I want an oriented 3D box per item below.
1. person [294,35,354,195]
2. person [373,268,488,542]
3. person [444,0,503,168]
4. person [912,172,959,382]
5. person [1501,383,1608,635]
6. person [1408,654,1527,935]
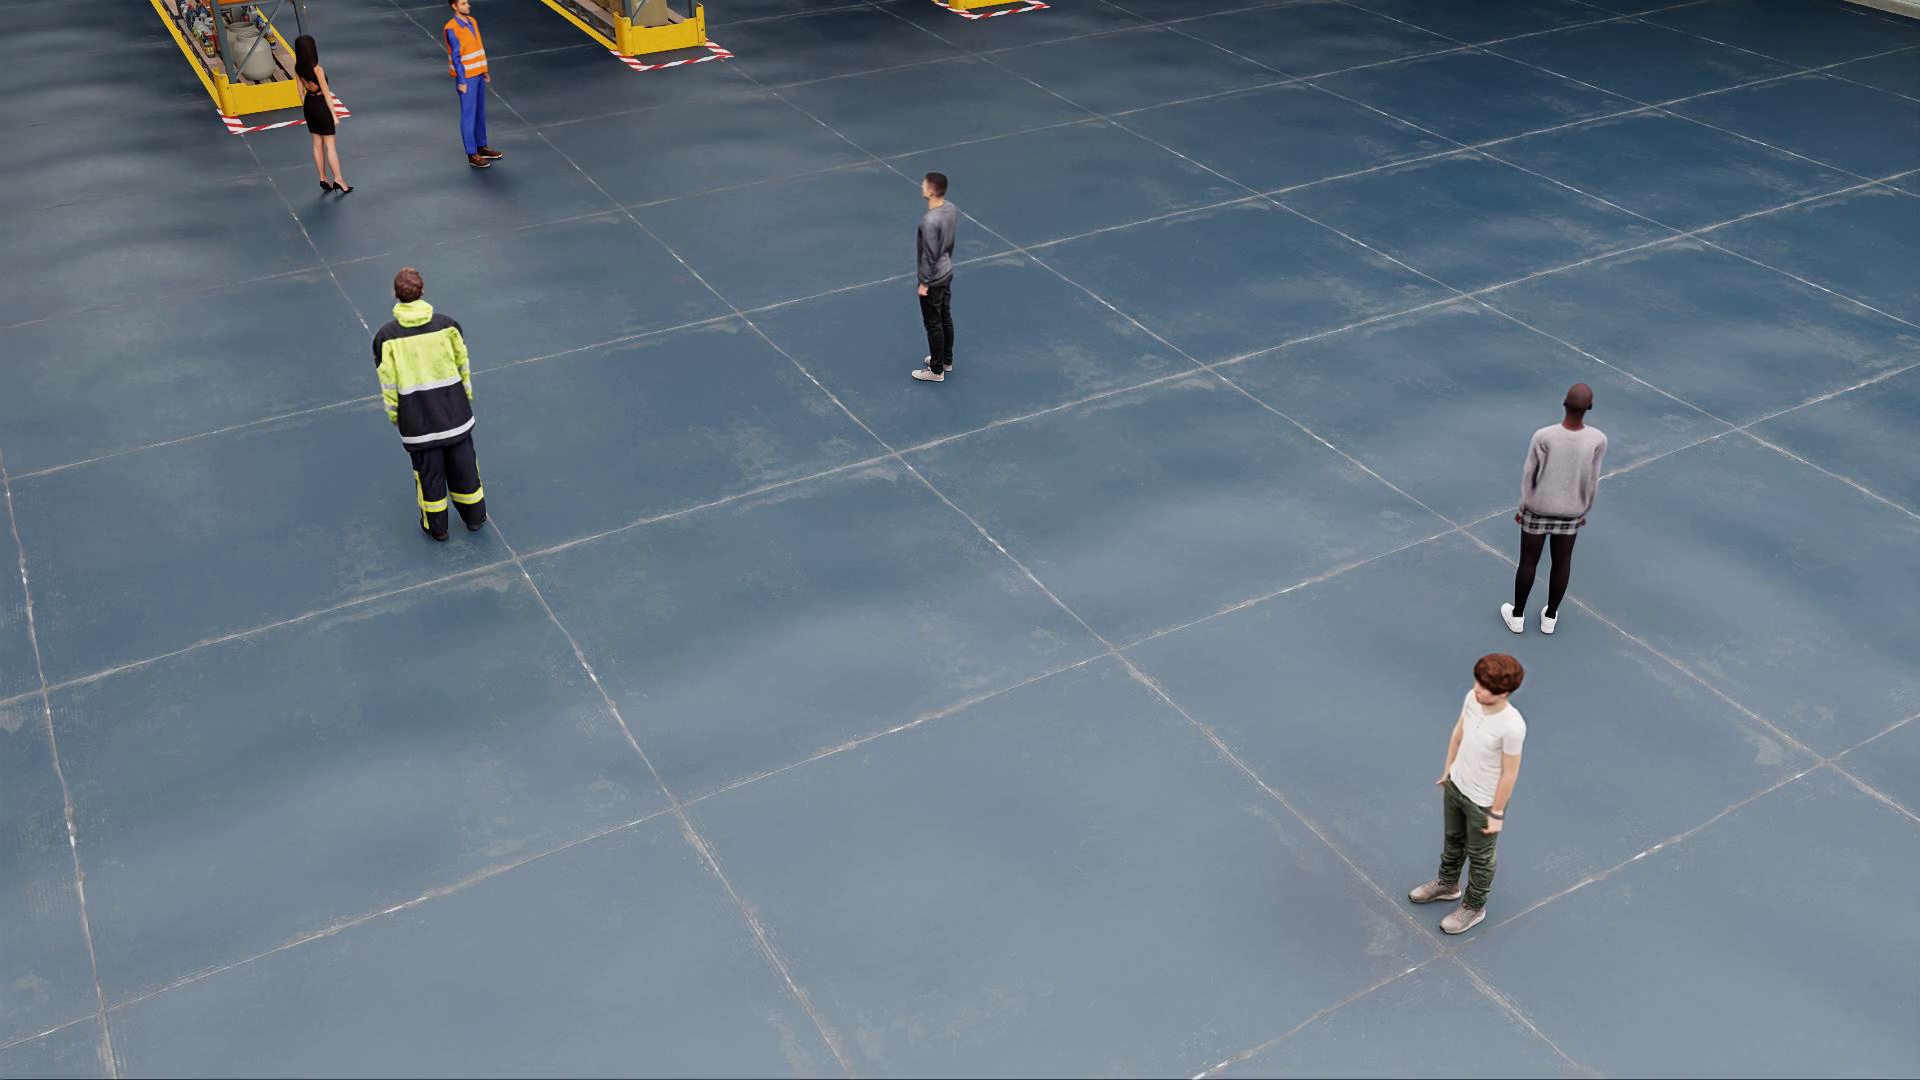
[{"bbox_3d":[-6.656,-4.410,17.259,0.595,1.650,0.688,13,35,20],"label":"person"},{"bbox_3d":[-3.642,-0.931,11.434,0.762,1.983,0.617,-18,36,-26],"label":"person"},{"bbox_3d":[-5.311,-5.014,18.017,0.842,1.864,0.781,8,33,12],"label":"person"},{"bbox_3d":[-0.194,-2.153,13.578,0.729,1.761,0.702,14,35,21],"label":"person"},{"bbox_3d":[3.739,-0.191,10.457,0.699,1.772,0.728,3,32,5],"label":"person"},{"bbox_3d":[2.581,1.250,8.284,0.661,1.653,0.495,-13,35,-20],"label":"person"}]
